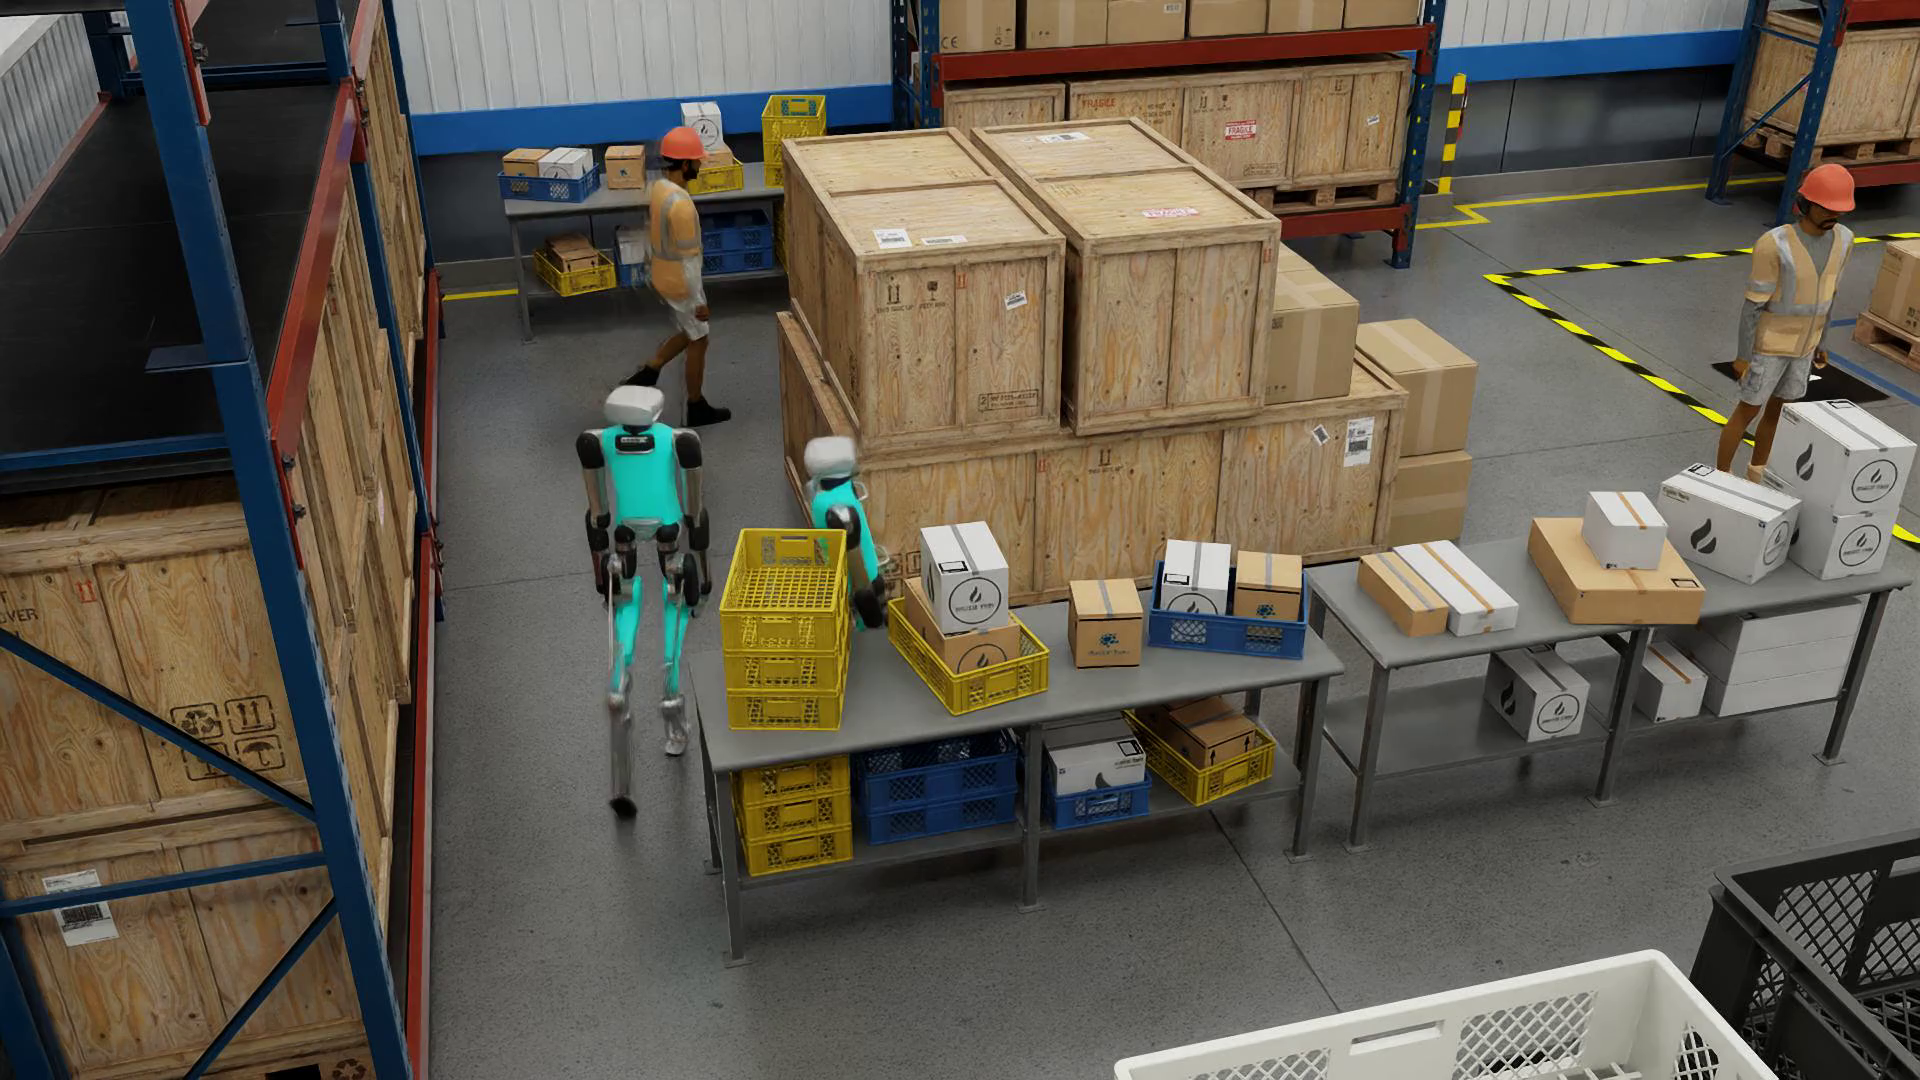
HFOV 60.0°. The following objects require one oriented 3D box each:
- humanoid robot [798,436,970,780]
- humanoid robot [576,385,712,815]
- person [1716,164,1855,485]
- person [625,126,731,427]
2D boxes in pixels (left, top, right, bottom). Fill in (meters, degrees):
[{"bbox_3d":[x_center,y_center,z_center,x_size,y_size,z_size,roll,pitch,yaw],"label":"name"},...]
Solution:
[{"bbox_3d":[-0.213,0.341,6.976,1.020,1.704,0.530,-7,30,-13],"label":"humanoid robot"},{"bbox_3d":[-1.358,0.333,7.035,0.546,1.812,0.911,1,29,2],"label":"humanoid robot"},{"bbox_3d":[4.607,-1.091,9.261,0.615,2.039,0.379,-9,30,-15],"label":"person"},{"bbox_3d":[-1.767,-1.596,10.307,0.564,1.913,0.571,-11,31,-19],"label":"person"}]
